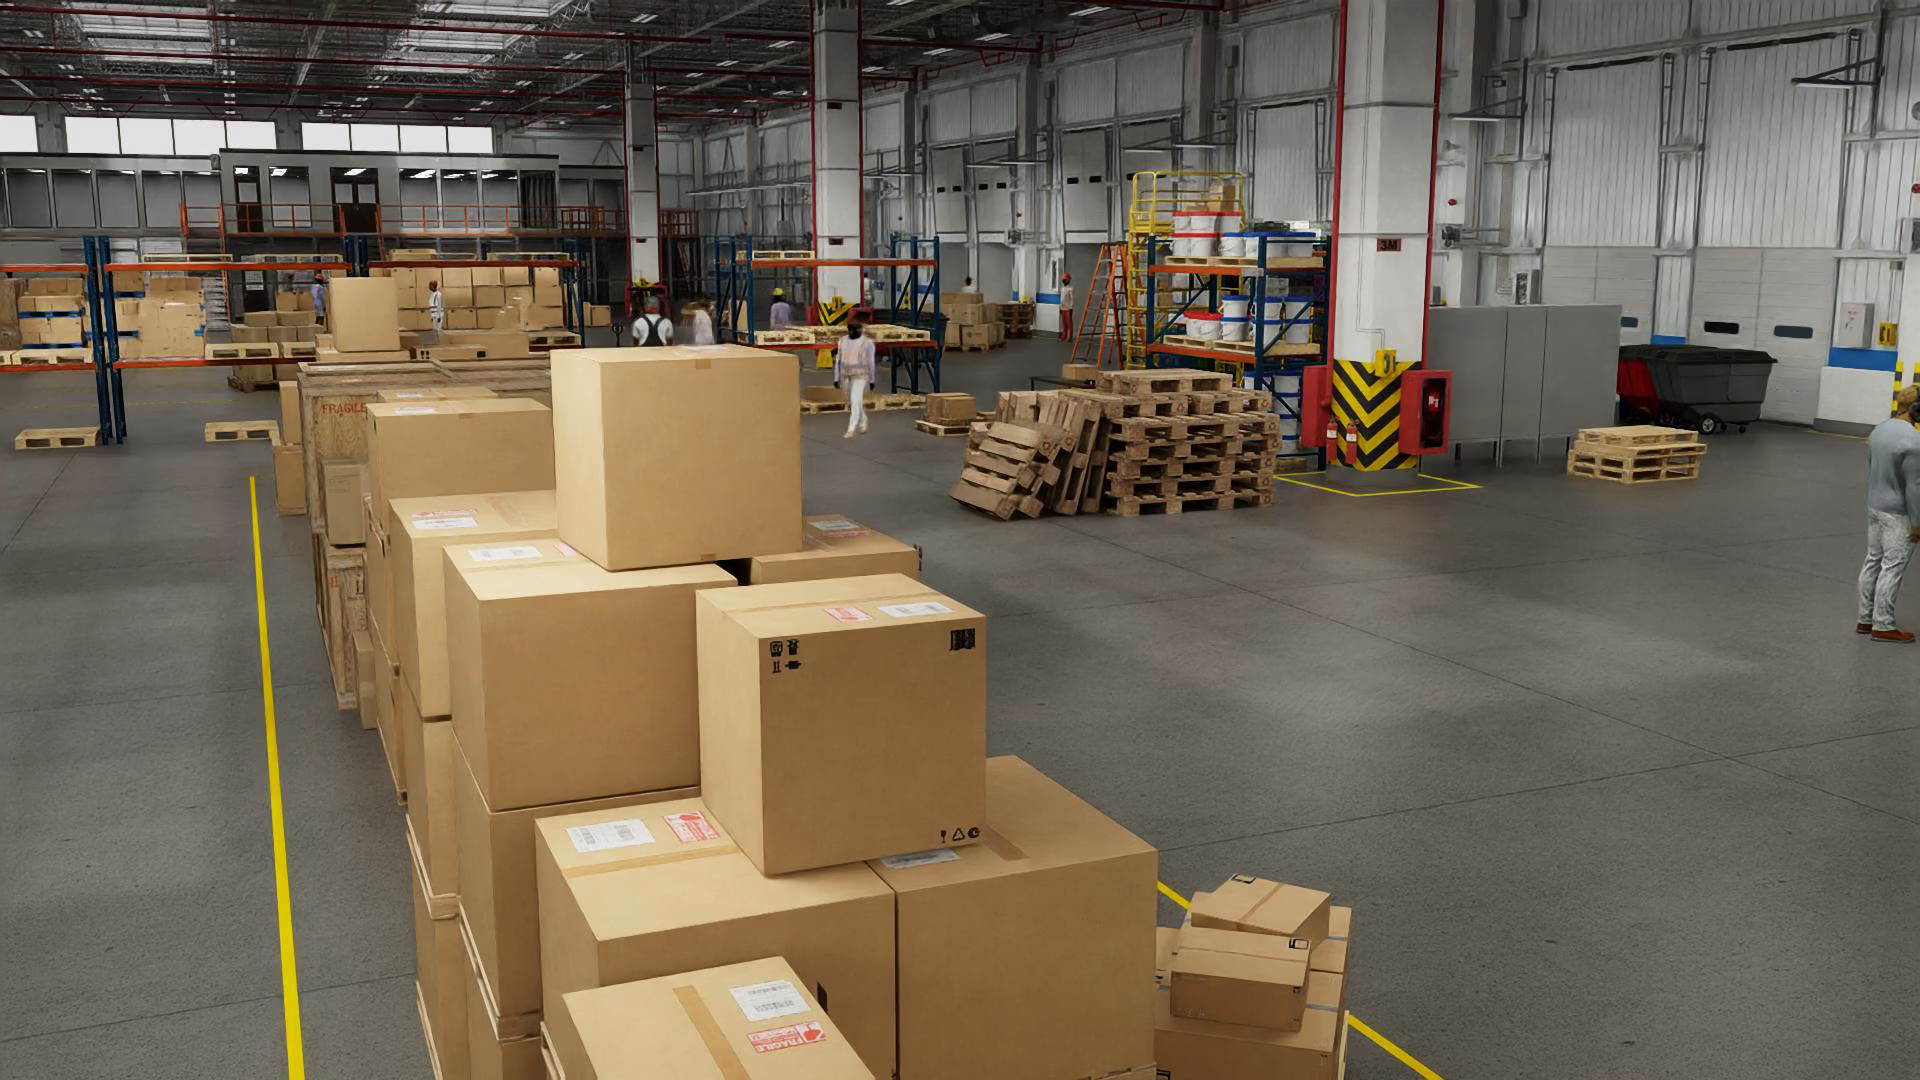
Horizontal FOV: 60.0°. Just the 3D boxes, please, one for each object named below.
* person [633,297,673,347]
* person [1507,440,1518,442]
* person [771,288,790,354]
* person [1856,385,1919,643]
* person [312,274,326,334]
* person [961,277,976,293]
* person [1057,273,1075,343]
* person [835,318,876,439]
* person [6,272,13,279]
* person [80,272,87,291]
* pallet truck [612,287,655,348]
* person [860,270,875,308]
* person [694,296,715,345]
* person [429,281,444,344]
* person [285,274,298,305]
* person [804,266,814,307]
[{"bbox_3d":[-5.325,-3.248,28.901,0.690,2.000,1.013,-2,10,-8],"label":"person"},{"bbox_3d":[8.052,-2.418,24.691,0.644,1.910,0.398,3,11,18],"label":"person"},{"bbox_3d":[-3.973,-4.704,37.327,0.765,1.905,0.588,5,12,27],"label":"person"},{"bbox_3d":[6.966,-0.191,12.381,0.385,1.928,0.636,0,10,0],"label":"person"},{"bbox_3d":[-19.462,-7.131,50.611,0.543,1.928,0.374,9,14,41],"label":"person"},{"bbox_3d":[0.274,-7.159,51.037,0.517,1.838,0.881,1,10,4],"label":"person"},{"bbox_3d":[3.074,-6.694,48.022,0.377,1.995,0.608,-6,12,-29],"label":"person"},{"bbox_3d":[-1.568,-2.460,25.201,0.628,1.819,0.849,5,12,27],"label":"person"},{"bbox_3d":[-32.651,-8.330,57.247,0.595,1.917,0.373,-4,11,-20],"label":"person"},{"bbox_3d":[-29.414,-8.114,56.185,0.529,1.869,0.586,-7,13,-35],"label":"person"},{"bbox_3d":[-6.464,-4.406,35.401,0.823,1.965,1.885,6,12,32],"label":"pallet truck"},{"bbox_3d":[-3.313,-8.503,58.262,0.642,1.906,0.992,-1,10,-3],"label":"person"},{"bbox_3d":[-4.693,-3.605,31.197,0.736,1.911,0.647,-3,11,-14],"label":"person"},{"bbox_3d":[-14.038,-6.011,44.599,0.350,1.878,0.568,-8,13,-38],"label":"person"},{"bbox_3d":[-22.586,-8.122,56.417,0.937,1.798,0.540,-3,11,-14],"label":"person"},{"bbox_3d":[-6.326,-10.678,70.417,0.632,1.840,0.429,9,13,40],"label":"person"}]
